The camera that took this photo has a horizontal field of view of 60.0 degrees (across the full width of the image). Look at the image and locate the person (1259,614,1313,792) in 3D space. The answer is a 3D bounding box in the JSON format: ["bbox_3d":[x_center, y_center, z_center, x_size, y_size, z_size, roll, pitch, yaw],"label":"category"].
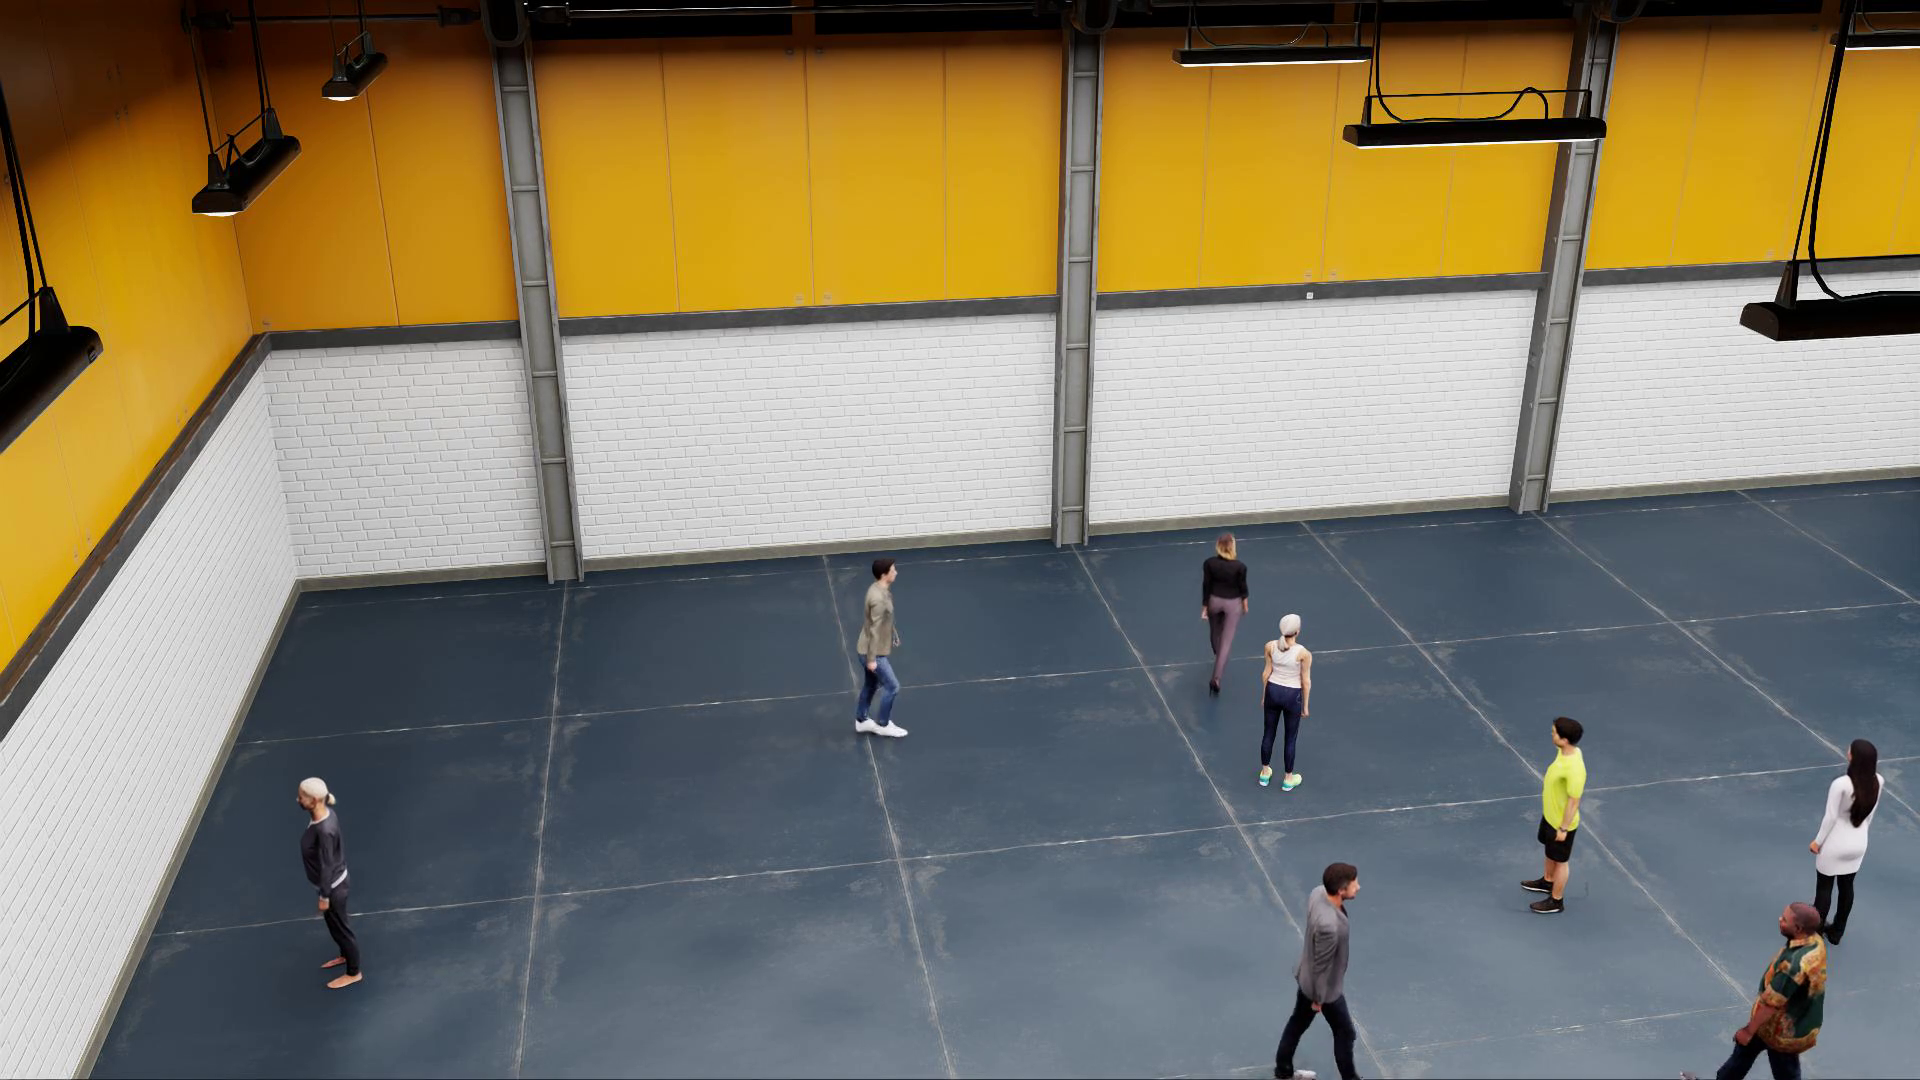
[{"bbox_3d":[2.894,1.441,14.883,0.658,1.702,0.737,13,27,26],"label":"person"}]

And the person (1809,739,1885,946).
[{"bbox_3d":[6.751,2.327,12.724,0.475,1.808,0.676,-6,24,-13],"label":"person"}]

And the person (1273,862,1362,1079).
[{"bbox_3d":[2.354,2.972,11.208,1.024,1.842,0.783,-2,24,-4],"label":"person"}]

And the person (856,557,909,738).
[{"bbox_3d":[-0.887,1.030,15.651,0.813,1.841,0.826,0,24,0],"label":"person"}]

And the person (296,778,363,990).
[{"bbox_3d":[-4.670,2.522,12.380,0.621,1.727,0.676,-10,26,-22],"label":"person"}]

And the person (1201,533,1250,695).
[{"bbox_3d":[2.605,0.762,16.534,1.051,1.624,1.028,11,26,23],"label":"person"}]

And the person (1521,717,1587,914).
[{"bbox_3d":[4.787,2.163,13.228,0.634,1.706,0.675,3,24,6],"label":"person"}]

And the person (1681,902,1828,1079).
[{"bbox_3d":[5.446,3.183,10.811,1.161,1.772,1.086,14,27,29],"label":"person"}]
